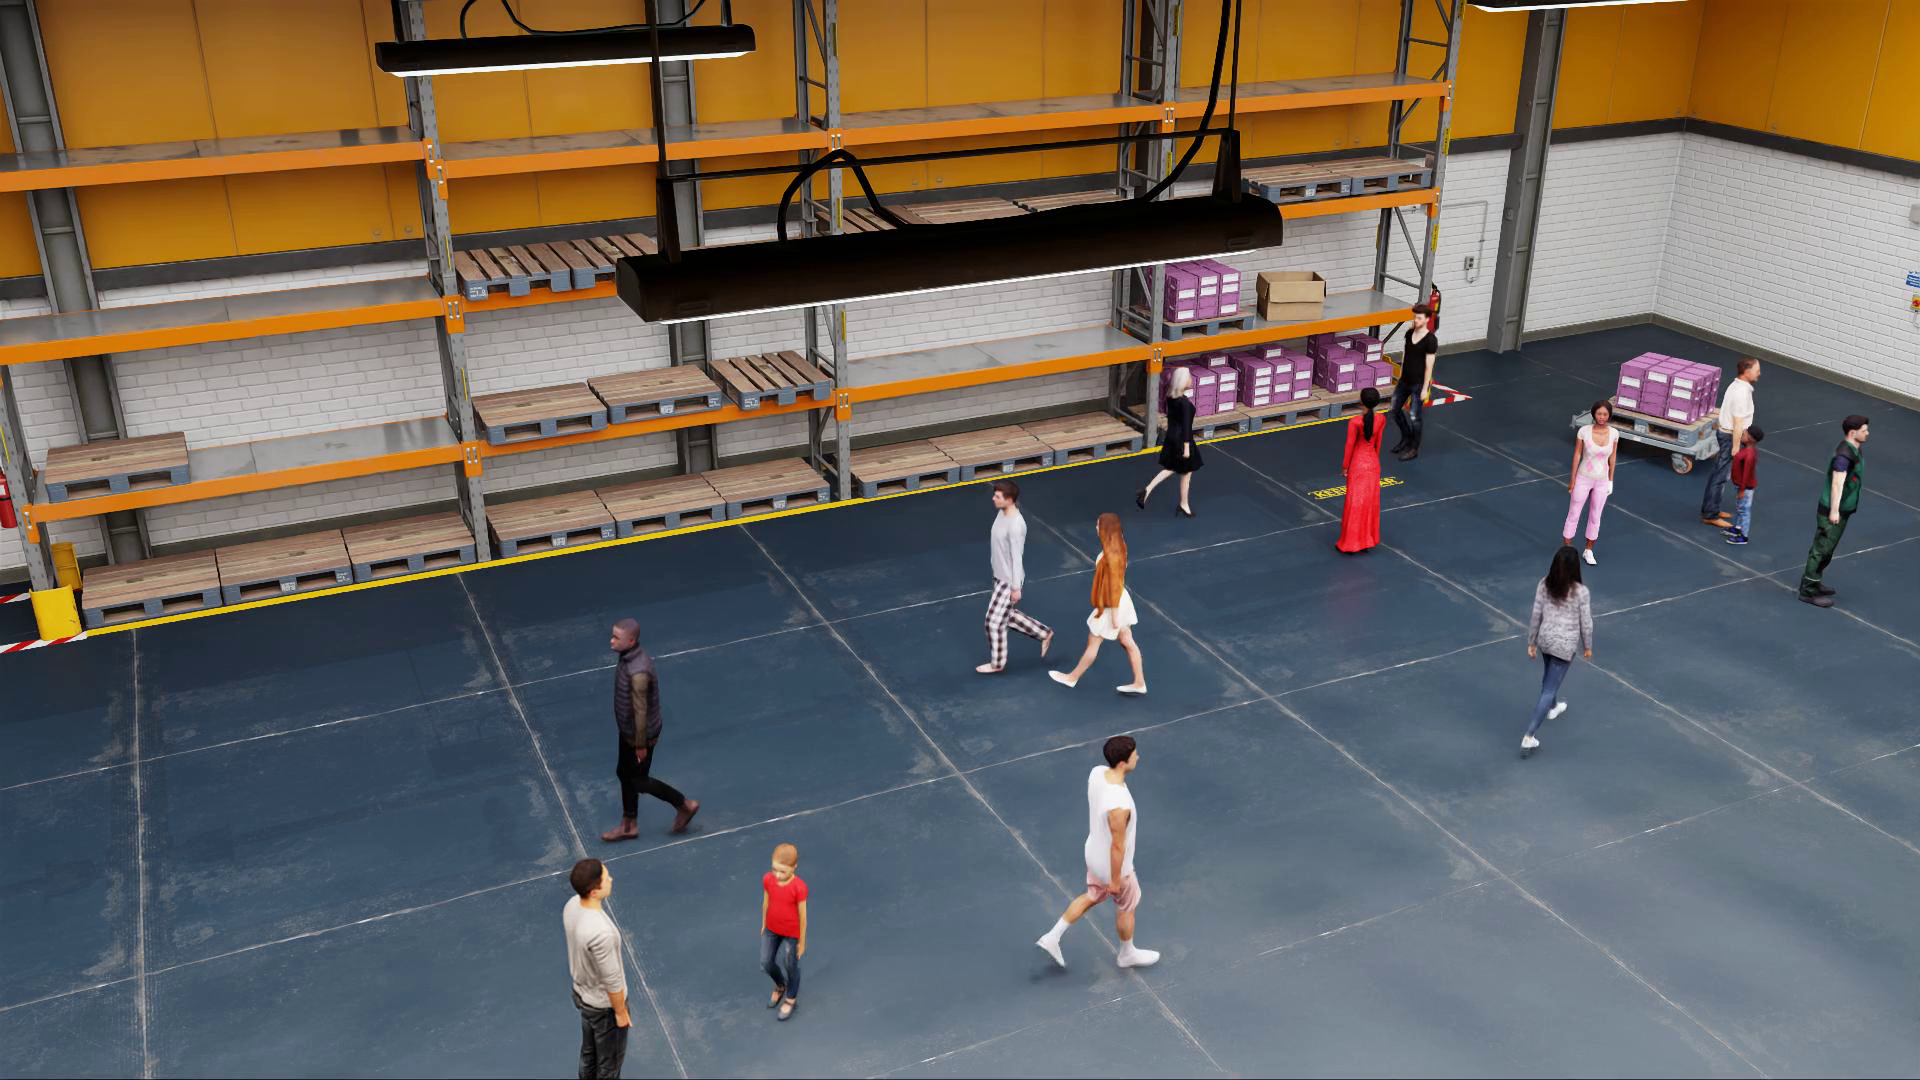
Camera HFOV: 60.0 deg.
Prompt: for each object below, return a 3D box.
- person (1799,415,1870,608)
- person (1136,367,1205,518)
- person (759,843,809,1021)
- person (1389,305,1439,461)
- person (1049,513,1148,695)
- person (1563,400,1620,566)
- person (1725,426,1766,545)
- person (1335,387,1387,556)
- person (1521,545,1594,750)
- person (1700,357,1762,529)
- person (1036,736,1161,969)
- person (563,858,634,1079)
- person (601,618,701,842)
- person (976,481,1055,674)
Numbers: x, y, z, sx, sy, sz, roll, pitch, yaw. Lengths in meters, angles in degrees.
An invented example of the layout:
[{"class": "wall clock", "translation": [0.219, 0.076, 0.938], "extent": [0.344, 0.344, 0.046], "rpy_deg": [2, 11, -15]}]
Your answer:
[{"class": "person", "translation": [8.438, -0.315, 16.037], "extent": [0.830, 1.899, 0.723], "rpy_deg": [13, 27, 27]}, {"class": "person", "translation": [2.280, -1.009, 17.840], "extent": [0.975, 1.727, 0.656], "rpy_deg": [-7, 25, -16]}, {"class": "person", "translation": [-1.068, 2.428, 10.509], "extent": [0.591, 1.301, 0.647], "rpy_deg": [12, 26, 25]}, {"class": "person", "translation": [5.423, -1.869, 19.612], "extent": [0.656, 1.883, 0.722], "rpy_deg": [-14, 27, -28]}, {"class": "person", "translation": [1.394, 0.589, 14.247], "extent": [1.157, 1.677, 1.064], "rpy_deg": [7, 24, 15]}, {"class": "person", "translation": [6.398, -0.587, 16.856], "extent": [0.616, 1.741, 0.723], "rpy_deg": [3, 24, 6]}, {"class": "person", "translation": [8.271, -0.586, 17.467], "extent": [0.682, 1.250, 0.602], "rpy_deg": [11, 26, 23]}, {"class": "person", "translation": [4.136, -0.711, 17.085], "extent": [0.541, 1.786, 0.704], "rpy_deg": [-12, 26, -25]}, {"class": "person", "translation": [4.818, 0.900, 13.521], "extent": [1.242, 1.688, 0.855], "rpy_deg": [-21, 31, -39]}, {"class": "person", "translation": [8.258, -1.082, 17.850], "extent": [0.799, 1.853, 0.733], "rpy_deg": [9, 25, 20]}, {"class": "person", "translation": [0.885, 2.058, 10.776], "extent": [1.097, 1.765, 0.745], "rpy_deg": [-7, 24, -15]}, {"class": "person", "translation": [-2.066, 2.597, 9.486], "extent": [0.608, 1.811, 0.704], "rpy_deg": [-17, 29, -33]}, {"class": "person", "translation": [-2.287, 1.399, 12.210], "extent": [0.982, 1.824, 0.741], "rpy_deg": [-9, 25, -20]}, {"class": "person", "translation": [0.505, 0.324, 14.667], "extent": [1.028, 1.826, 0.797], "rpy_deg": [-4, 24, -9]}]
